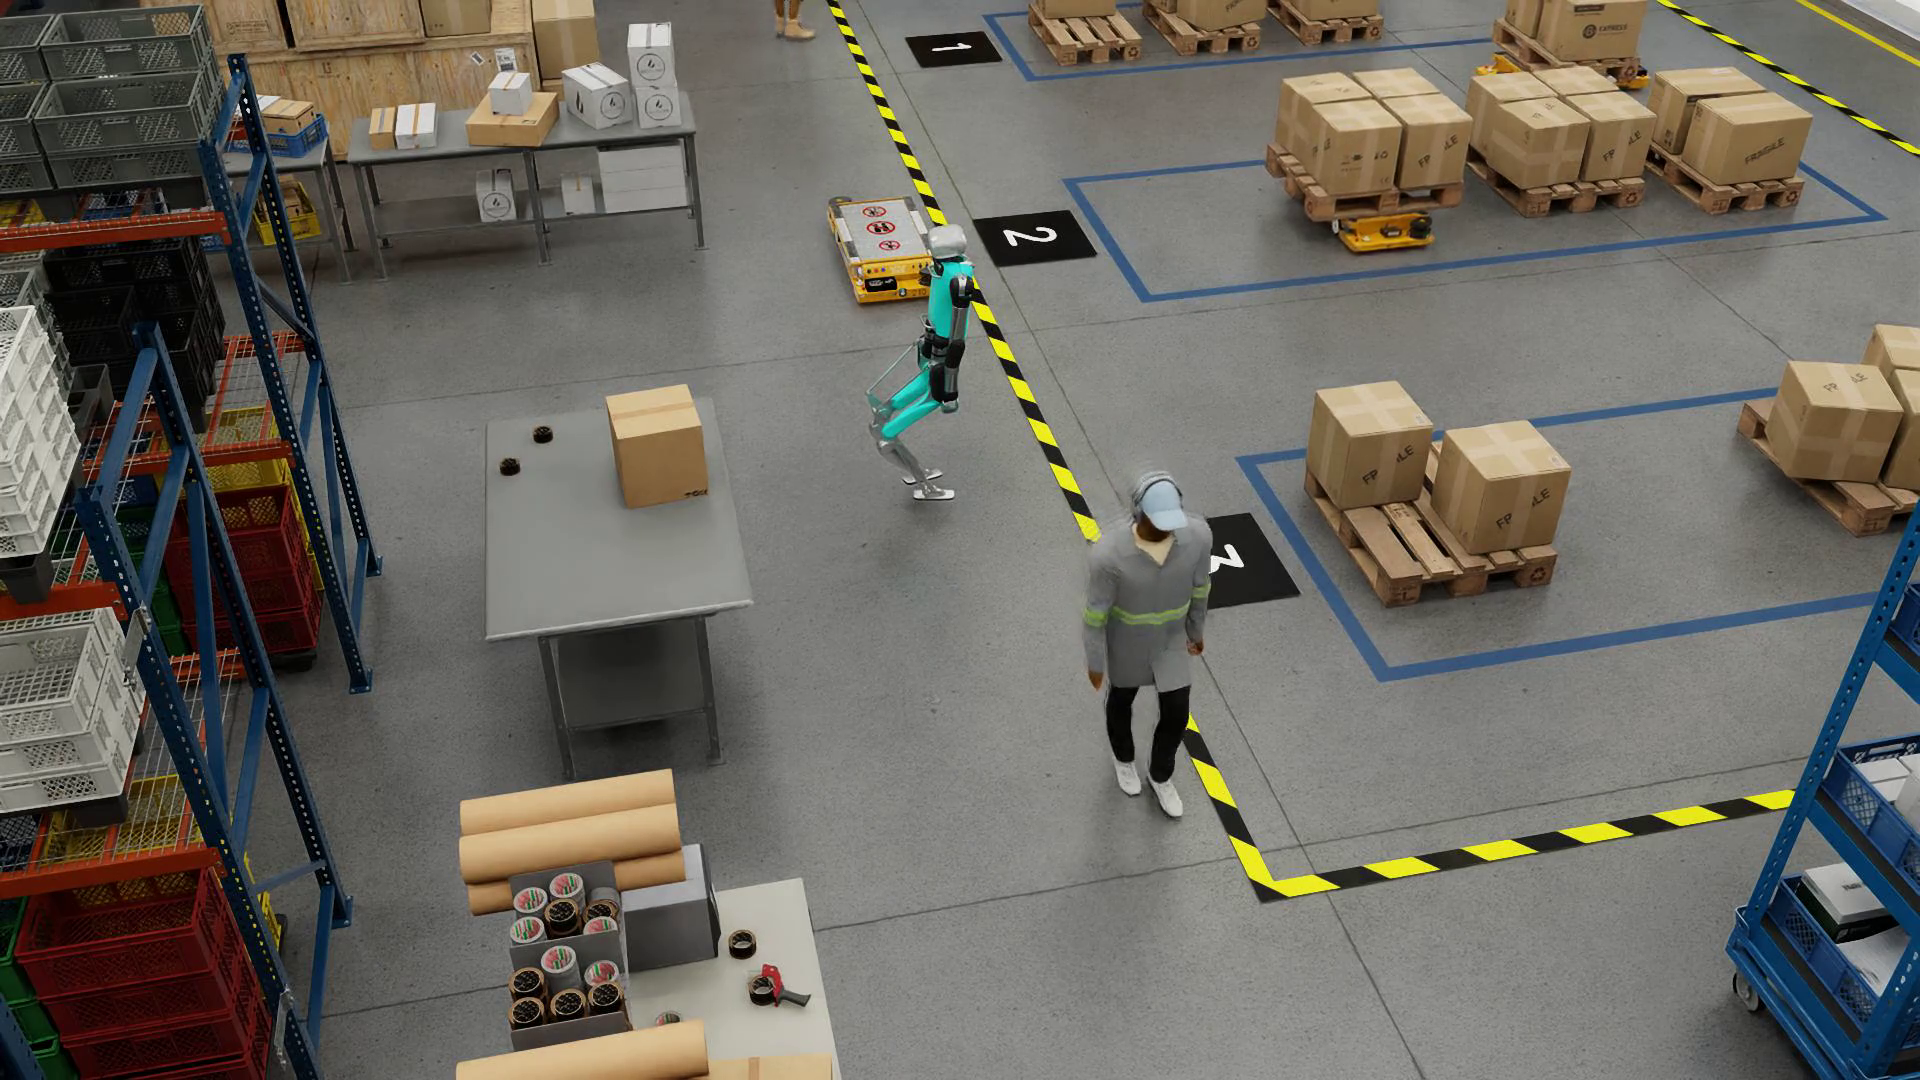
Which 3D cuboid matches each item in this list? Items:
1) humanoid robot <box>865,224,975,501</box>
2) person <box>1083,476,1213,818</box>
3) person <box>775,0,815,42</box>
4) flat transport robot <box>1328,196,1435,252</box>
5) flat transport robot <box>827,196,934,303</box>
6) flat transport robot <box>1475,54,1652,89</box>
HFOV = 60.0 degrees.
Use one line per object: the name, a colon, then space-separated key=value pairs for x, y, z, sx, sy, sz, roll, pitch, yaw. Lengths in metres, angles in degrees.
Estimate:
humanoid robot: x=-0.281 y=-0.980 z=9.528 sx=0.735 sy=1.677 sz=0.533 roll=-8 pitch=37 yaw=-11
person: x=0.869 y=0.518 z=7.541 sx=0.615 sy=1.834 sz=0.643 roll=-7 pitch=37 yaw=-10
person: x=-1.689 y=-5.768 z=15.881 sx=0.654 sy=1.996 sz=0.394 roll=29 pitch=46 yaw=33
flat transport robot: x=3.148 y=-2.703 z=13.163 sx=0.652 sy=0.197 sz=1.431 roll=-8 pitch=37 yaw=-10
flat transport robot: x=-0.570 y=-2.220 z=12.538 sx=0.659 sy=0.231 sz=1.431 roll=-8 pitch=37 yaw=-10
flat transport robot: x=5.583 y=-4.345 z=15.370 sx=1.431 sy=0.197 sz=0.652 roll=-8 pitch=37 yaw=-10
